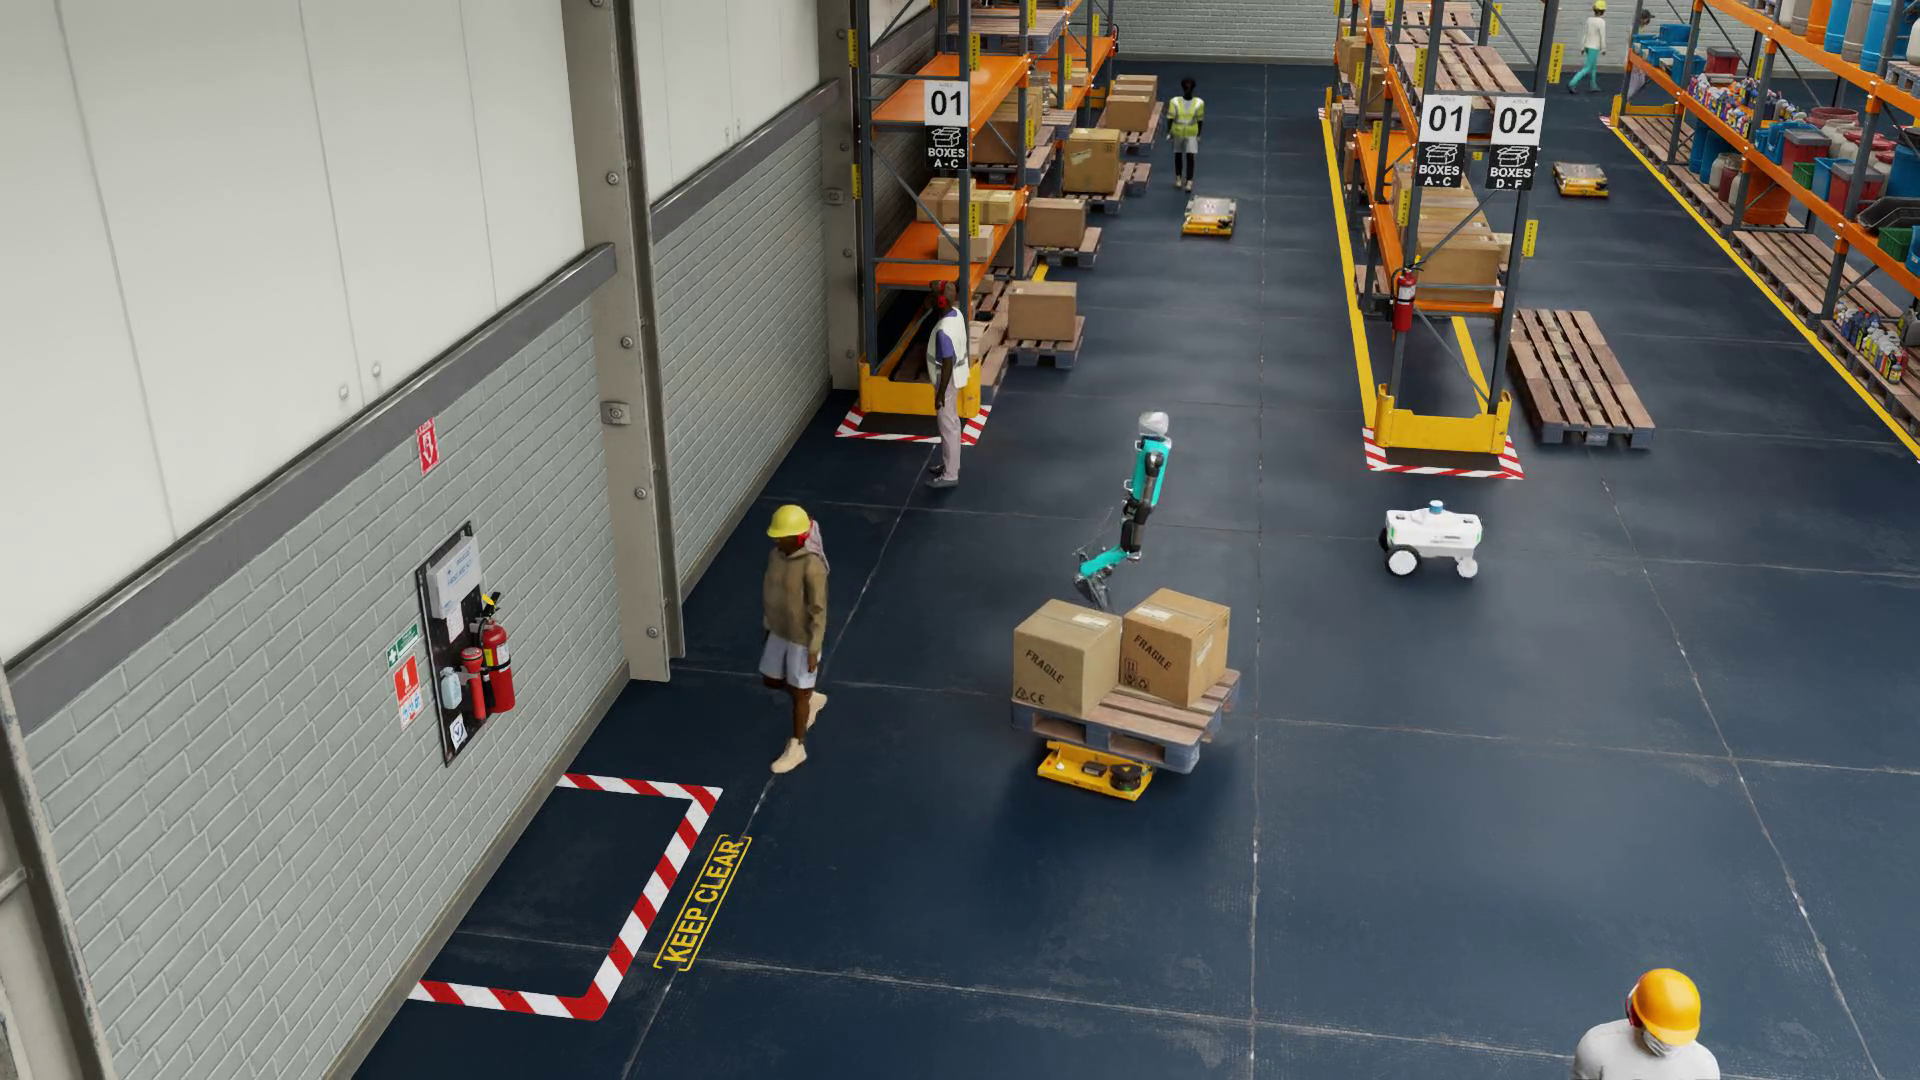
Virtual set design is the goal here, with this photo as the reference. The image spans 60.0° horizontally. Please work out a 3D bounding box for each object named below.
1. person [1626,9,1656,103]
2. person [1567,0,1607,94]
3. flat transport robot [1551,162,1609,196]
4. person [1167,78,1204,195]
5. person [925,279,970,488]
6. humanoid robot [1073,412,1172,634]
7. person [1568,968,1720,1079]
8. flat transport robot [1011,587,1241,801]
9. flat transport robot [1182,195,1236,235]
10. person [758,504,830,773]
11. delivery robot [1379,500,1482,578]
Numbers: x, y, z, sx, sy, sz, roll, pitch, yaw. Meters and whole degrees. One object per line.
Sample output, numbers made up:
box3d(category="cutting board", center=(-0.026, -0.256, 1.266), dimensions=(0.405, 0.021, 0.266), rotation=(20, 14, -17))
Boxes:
box3d(category="person", center=(12.153, -8.562, 29.817), dimensions=(0.411, 1.849, 0.520), rotation=(8, 26, 17))
box3d(category="person", center=(12.049, -9.420, 31.783), dimensions=(0.806, 1.732, 0.521), rotation=(-5, 26, -11))
box3d(category="flat transport robot", center=(9.295, -5.417, 24.951), dimensions=(0.659, 0.231, 1.431), rotation=(5, 26, 11))
box3d(category="person", center=(3.297, -5.945, 24.446), dimensions=(0.538, 1.651, 0.880), rotation=(4, 25, 9))
box3d(category="person", center=(-0.111, -1.354, 14.391), dimensions=(0.382, 1.844, 0.569), rotation=(3, 25, 6))
box3d(category="humanoid robot", center=(1.074, -0.038, 11.783), dimensions=(0.757, 1.841, 0.540), rotation=(2, 25, 5))
box3d(category="person", center=(2.529, 2.392, 6.331), dimensions=(0.569, 1.889, 0.389), rotation=(7, 26, 16))
box3d(category="flat transport robot", center=(1.089, 1.198, 10.793), dimensions=(0.659, 0.231, 1.431), rotation=(12, 28, 24))
box3d(category="flat transport robot", center=(3.454, -4.484, 22.954), dimensions=(0.659, 0.231, 1.431), rotation=(5, 25, 10))
box3d(category="person", center=(-1.026, 0.584, 10.353), dimensions=(0.559, 1.748, 0.551), rotation=(20, 32, 37))
box3d(category="delivery robot", center=(3.692, -0.023, 13.060), dimensions=(0.782, 0.587, 0.499), rotation=(3, 25, 7))
